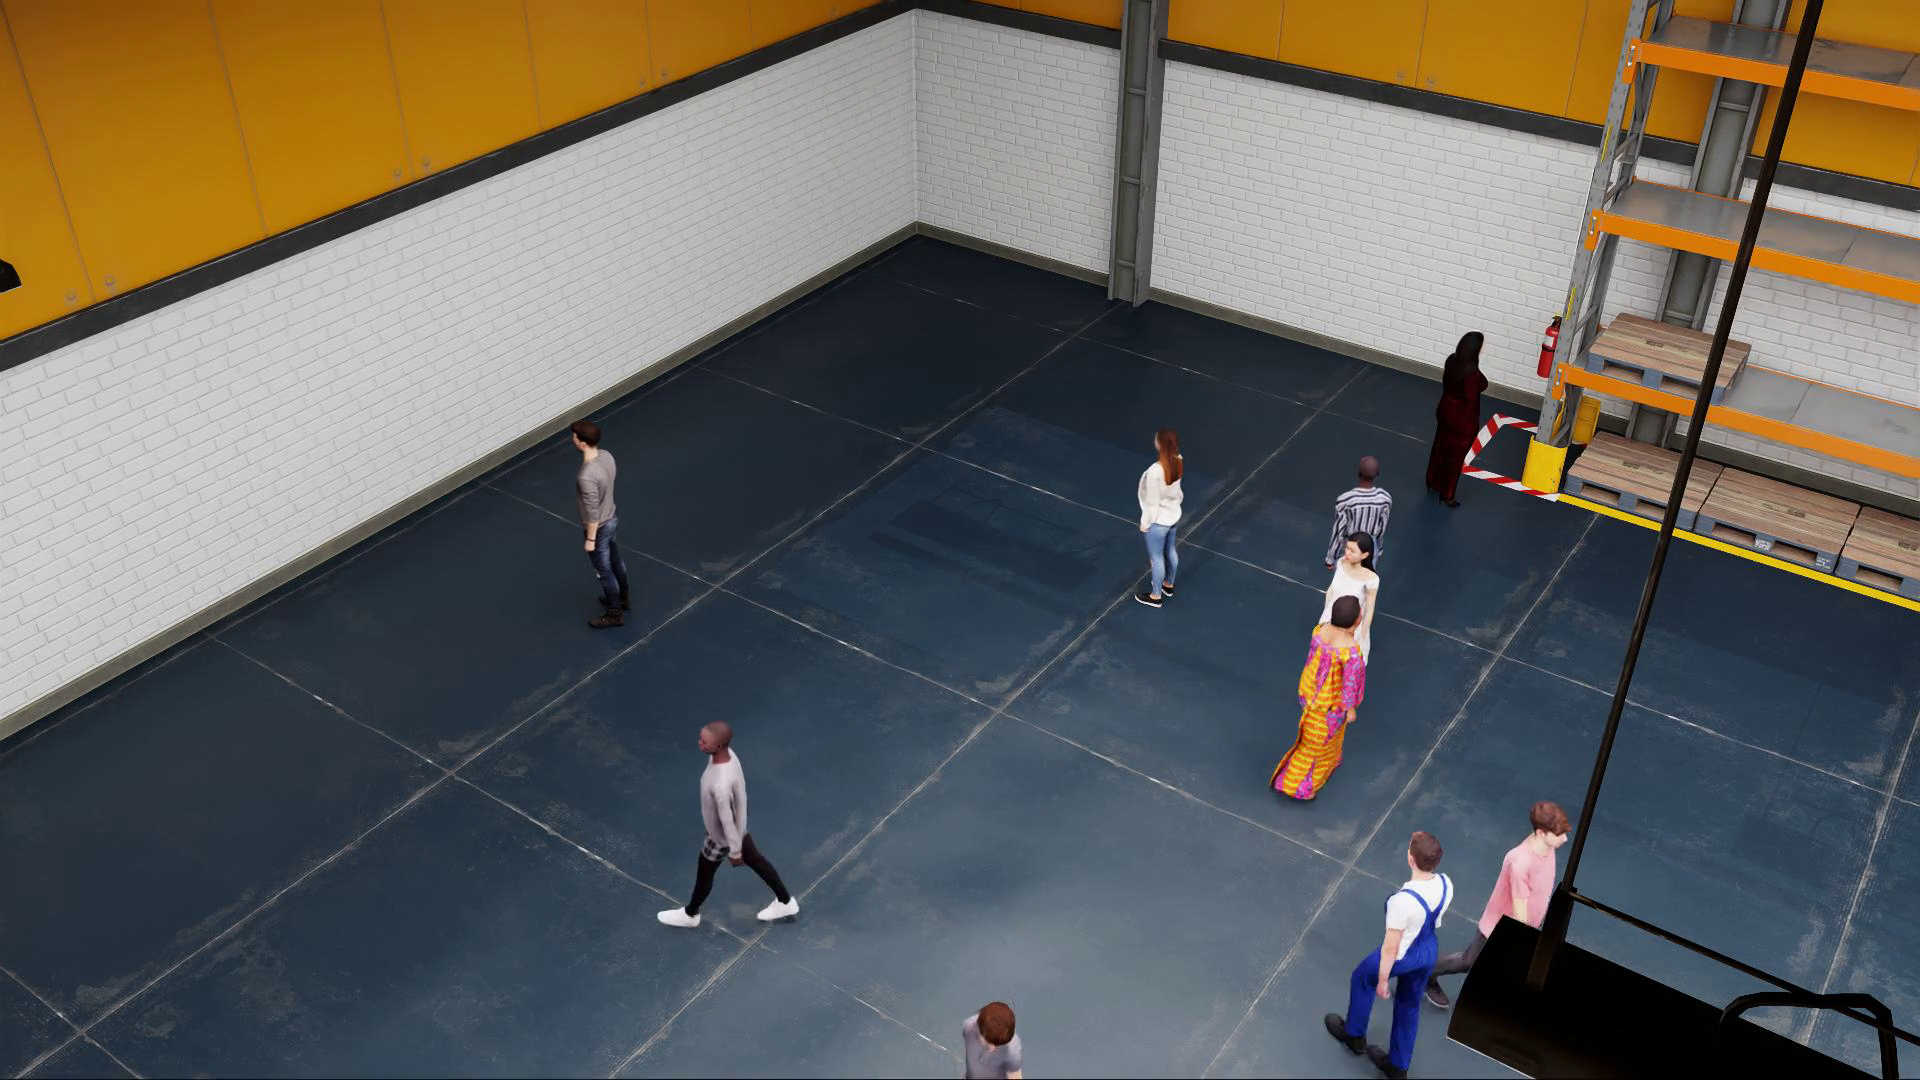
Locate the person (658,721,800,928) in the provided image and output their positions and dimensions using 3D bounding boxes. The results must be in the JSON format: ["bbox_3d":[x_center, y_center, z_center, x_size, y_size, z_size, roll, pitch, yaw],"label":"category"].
[{"bbox_3d":[-1.427,1.890,10.875,1.247,1.726,1.118,-2,34,-4],"label":"person"}]

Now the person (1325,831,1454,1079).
[{"bbox_3d":[2.695,2.537,9.813,0.846,1.826,0.968,-18,38,-25],"label":"person"}]

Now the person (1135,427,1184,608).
[{"bbox_3d":[1.707,-0.199,14.049,0.586,1.692,0.637,27,42,34],"label":"person"}]

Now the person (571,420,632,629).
[{"bbox_3d":[-2.972,-0.134,13.761,0.763,1.903,0.786,4,34,5],"label":"person"}]

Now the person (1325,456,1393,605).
[{"bbox_3d":[3.211,0.113,13.487,0.709,1.794,0.761,-7,34,-10],"label":"person"}]

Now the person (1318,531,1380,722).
[{"bbox_3d":[2.929,0.687,12.642,0.801,1.774,0.695,-21,39,-28],"label":"person"}]

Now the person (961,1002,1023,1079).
[{"bbox_3d":[0.191,3.029,9.260,0.674,1.617,0.568,-26,42,-33],"label":"person"}]

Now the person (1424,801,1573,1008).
[{"bbox_3d":[3.243,2.297,10.096,0.818,1.910,1.321,-28,43,-35],"label":"person"}]

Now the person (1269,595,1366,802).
[{"bbox_3d":[2.640,1.145,12.079,0.991,1.635,0.969,-8,35,-12],"label":"person"}]

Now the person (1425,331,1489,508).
[{"bbox_3d":[4.593,-1.133,15.398,0.819,1.753,0.746,-8,34,-12],"label":"person"}]
